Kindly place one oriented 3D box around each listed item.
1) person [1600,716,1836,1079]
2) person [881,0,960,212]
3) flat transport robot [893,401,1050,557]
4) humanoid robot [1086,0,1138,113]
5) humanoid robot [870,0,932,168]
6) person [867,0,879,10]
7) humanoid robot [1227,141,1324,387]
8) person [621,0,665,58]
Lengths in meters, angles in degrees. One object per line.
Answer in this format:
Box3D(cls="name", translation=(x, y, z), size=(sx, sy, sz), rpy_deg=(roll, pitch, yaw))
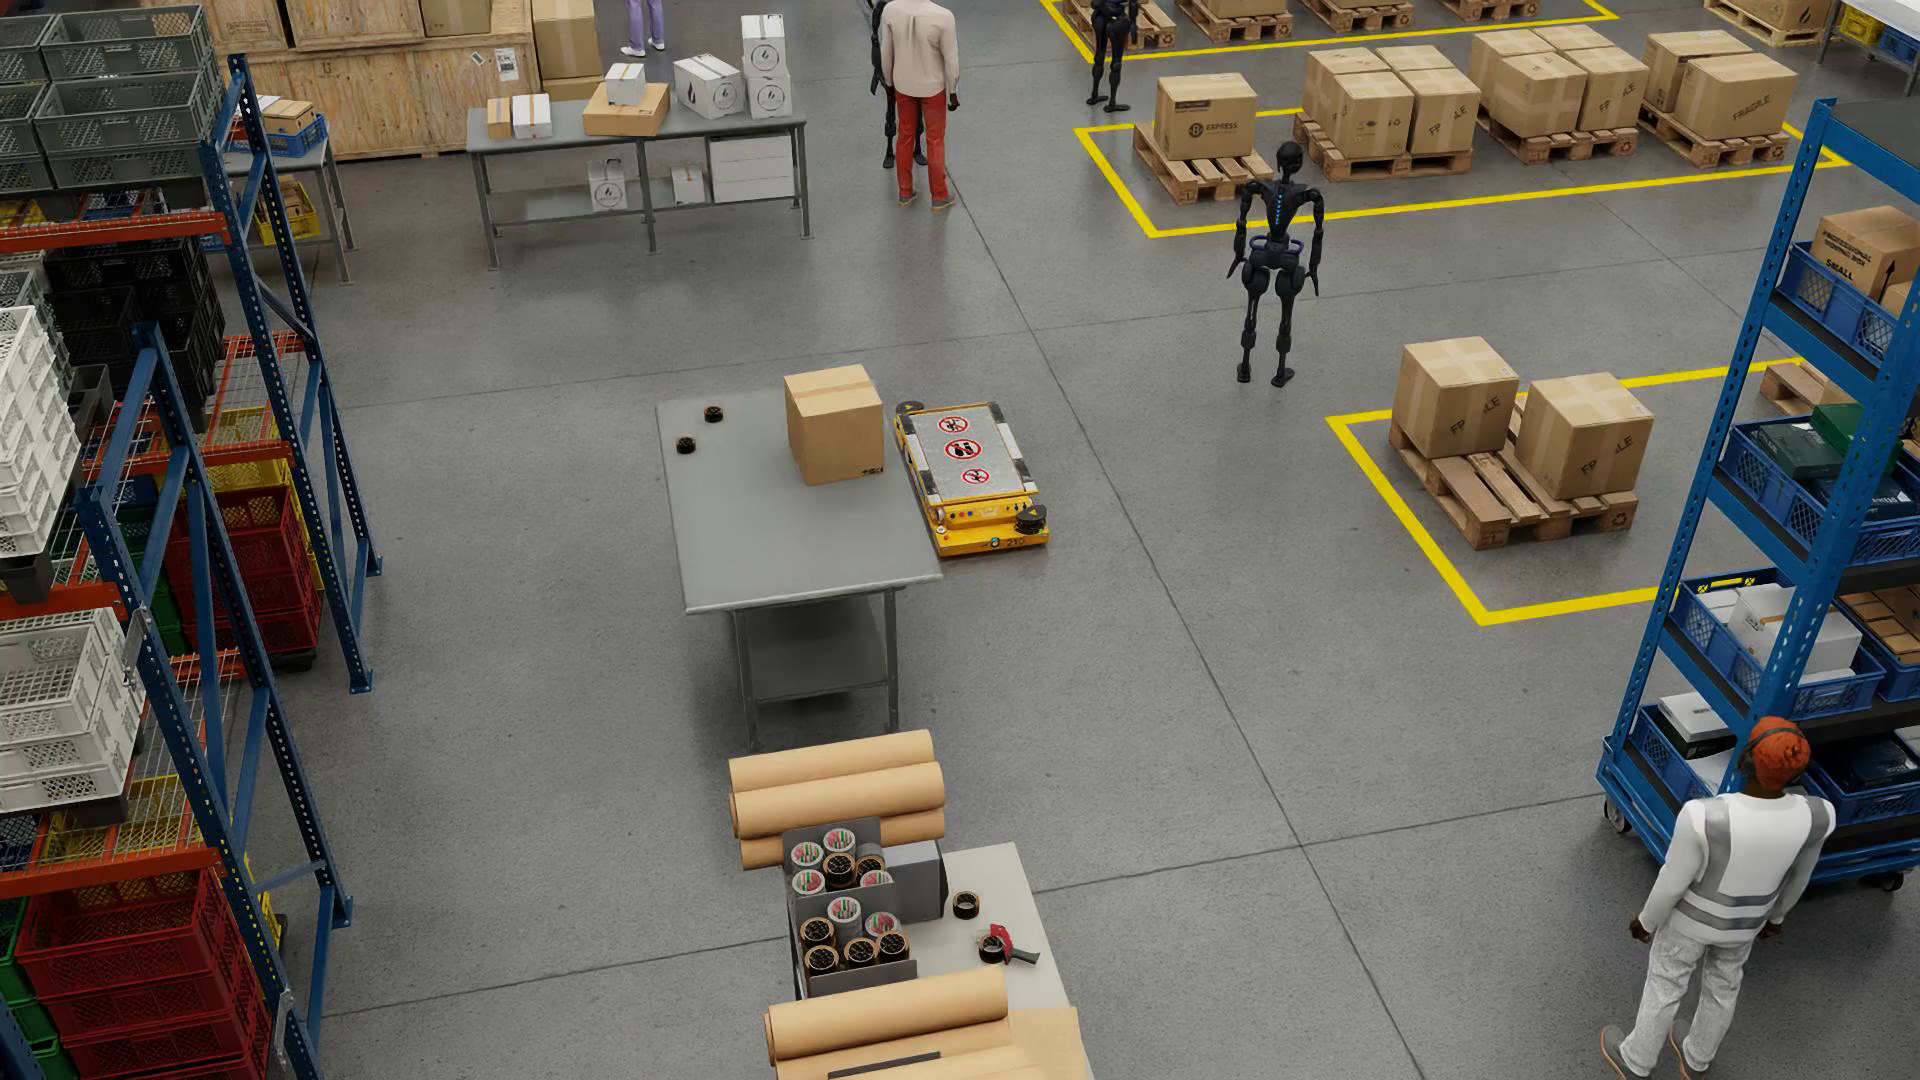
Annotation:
Box3D(cls="person", translation=(2.855, 1.412, 6.303), size=(0.586, 1.882, 0.343), rpy_deg=(-2, 37, -3))
Box3D(cls="person", translation=(-0.291, -3.519, 12.841), size=(0.621, 1.989, 0.397), rpy_deg=(13, 39, 17))
Box3D(cls="flat transport robot", translation=(0.046, -0.430, 10.108), size=(0.652, 0.197, 1.431), rpy_deg=(-8, 37, -10))
Box3D(cls="humanoid robot", translation=(1.338, -4.611, 14.559), size=(0.325, 1.657, 0.596), rpy_deg=(-22, 42, -26))
Box3D(cls="humanoid robot", translation=(-0.445, -3.847, 13.530), size=(0.587, 1.660, 0.326), rpy_deg=(-7, 37, -9))
Box3D(cls="person", translation=(-0.606, -5.910, 16.253), size=(0.558, 1.747, 0.534), rpy_deg=(-11, 38, -14))
Box3D(cls="humanoid robot", translation=(2.038, -1.785, 10.763), size=(0.609, 1.656, 0.315), rpy_deg=(11, 38, 14))
Box3D(cls="person", translation=(-3.054, -5.496, 15.552), size=(0.586, 1.927, 0.360), rpy_deg=(-30, 46, -34))
